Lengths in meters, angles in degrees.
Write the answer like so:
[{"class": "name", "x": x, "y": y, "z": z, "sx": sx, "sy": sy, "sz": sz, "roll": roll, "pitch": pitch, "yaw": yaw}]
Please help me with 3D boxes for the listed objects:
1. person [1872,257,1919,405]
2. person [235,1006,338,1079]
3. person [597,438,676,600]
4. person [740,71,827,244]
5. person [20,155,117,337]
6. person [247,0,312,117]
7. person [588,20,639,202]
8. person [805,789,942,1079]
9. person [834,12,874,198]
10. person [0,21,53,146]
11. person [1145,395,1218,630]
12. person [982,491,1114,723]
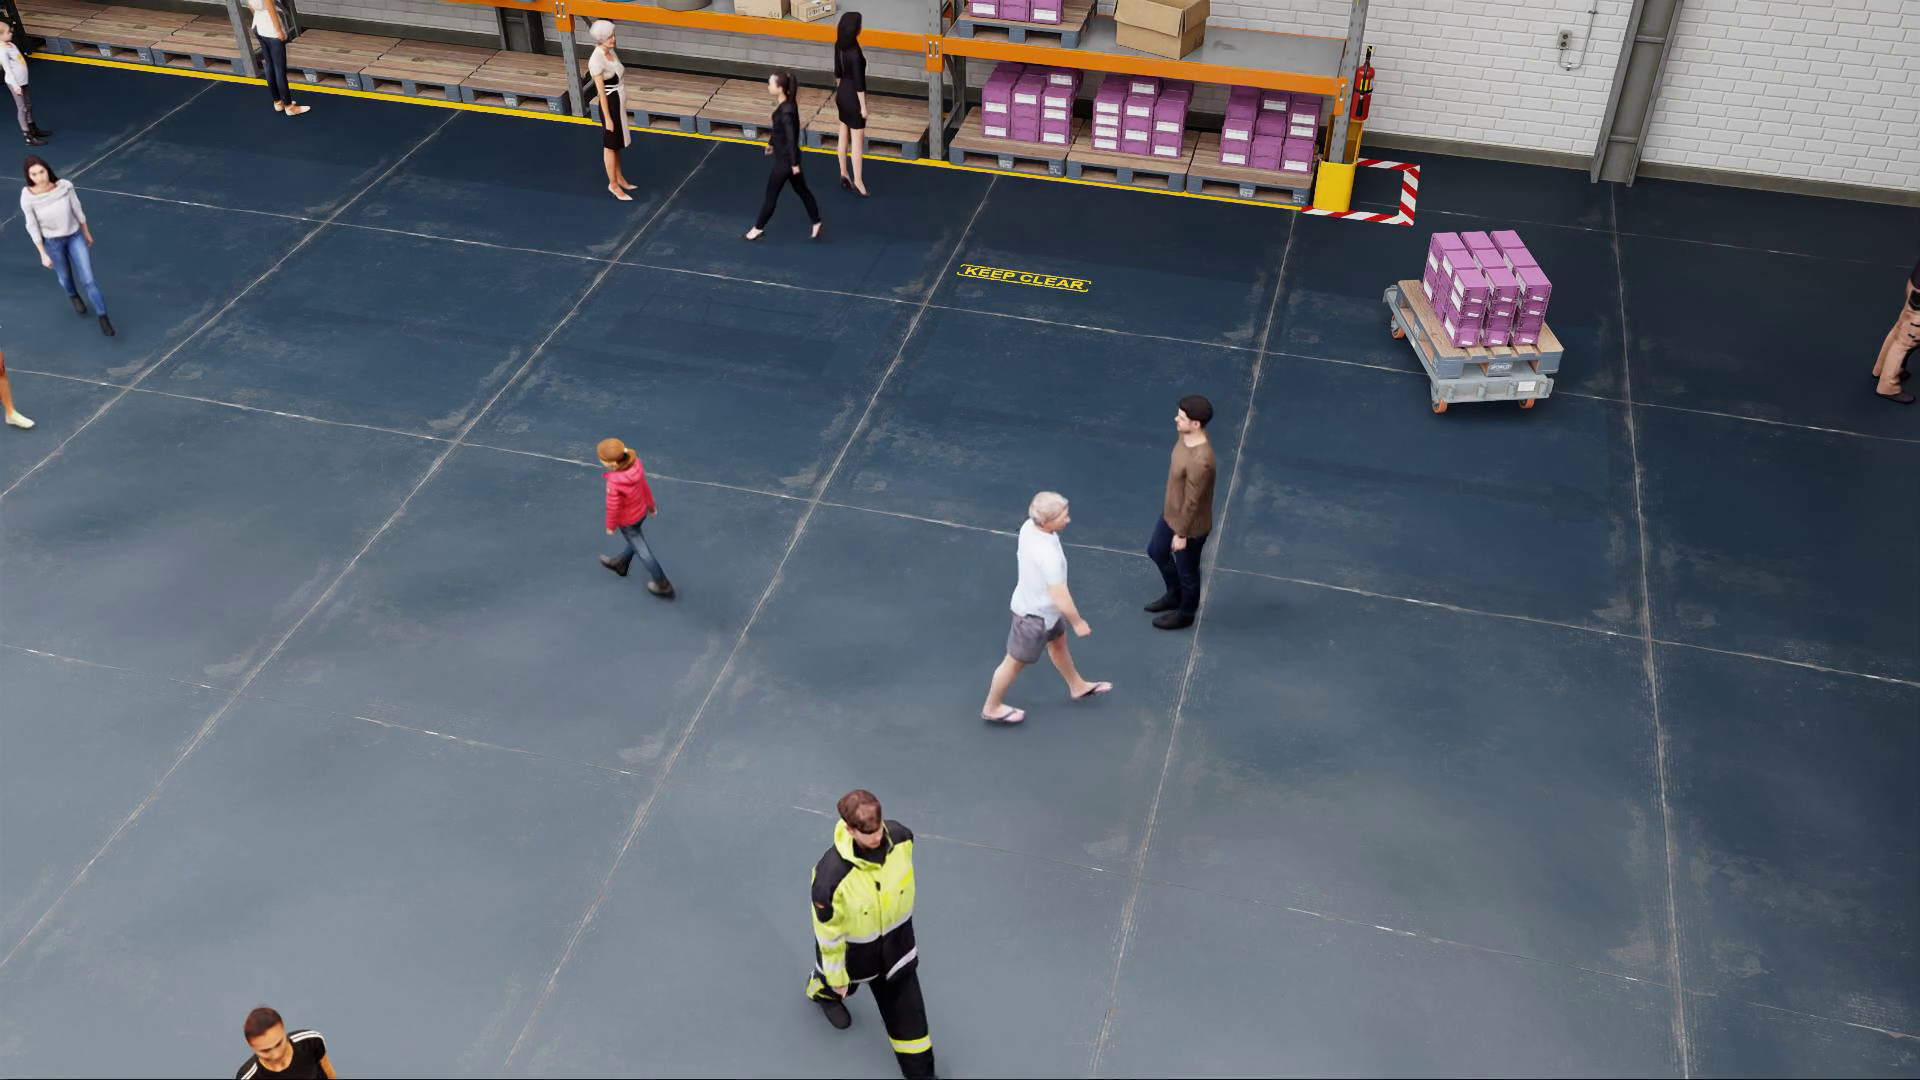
[{"class": "person", "x": 7.705, "y": -2.006, "z": 13.235, "sx": 0.611, "sy": 1.841, "sz": 0.701, "roll": 13, "pitch": 41, "yaw": 16}, {"class": "person", "x": -2.984, "y": 2.649, "z": 7.546, "sx": 0.650, "sy": 1.668, "sz": 0.652, "roll": 31, "pitch": 48, "yaw": 33}, {"class": "person", "x": -2.178, "y": -0.125, "z": 11.333, "sx": 0.901, "sy": 1.276, "sz": 0.617, "roll": 18, "pitch": 42, "yaw": 21}, {"class": "person", "x": -1.489, "y": -3.463, "z": 15.199, "sx": 1.093, "sy": 1.666, "sz": 0.795, "roll": -2, "pitch": 39, "yaw": -2}, {"class": "person", "x": -7.630, "y": -2.528, "z": 14.095, "sx": 1.024, "sy": 1.585, "sz": 1.147, "roll": -26, "pitch": 45, "yaw": -28}, {"class": "person", "x": -7.279, "y": -5.347, "z": 17.464, "sx": 0.606, "sy": 1.785, "sz": 0.721, "roll": 29, "pitch": 47, "yaw": 31}, {"class": "person", "x": -3.358, "y": -4.126, "z": 15.959, "sx": 0.585, "sy": 1.755, "sz": 0.667, "roll": 3, "pitch": 39, "yaw": 4}, {"class": "person", "x": -0.523, "y": 1.904, "z": 8.269, "sx": 1.235, "sy": 1.930, "sz": 1.388, "roll": -28, "pitch": 46, "yaw": -30}, {"class": "person", "x": -1.052, "y": -4.184, "z": 15.992, "sx": 0.712, "sy": 1.805, "sz": 0.645, "roll": -21, "pitch": 43, "yaw": -24}, {"class": "person", "x": -9.672, "y": -4.692, "z": 17.054, "sx": 0.593, "sy": 1.274, "sz": 0.567, "roll": -6, "pitch": 39, "yaw": -7}, {"class": "person", "x": 1.563, "y": -0.166, "z": 10.902, "sx": 0.727, "sy": 1.878, "sz": 0.739, "roll": -4, "pitch": 39, "yaw": -5}, {"class": "person", "x": 0.371, "y": 0.455, "z": 10.196, "sx": 1.176, "sy": 1.788, "sz": 0.885, "roll": -3, "pitch": 39, "yaw": -3}]
